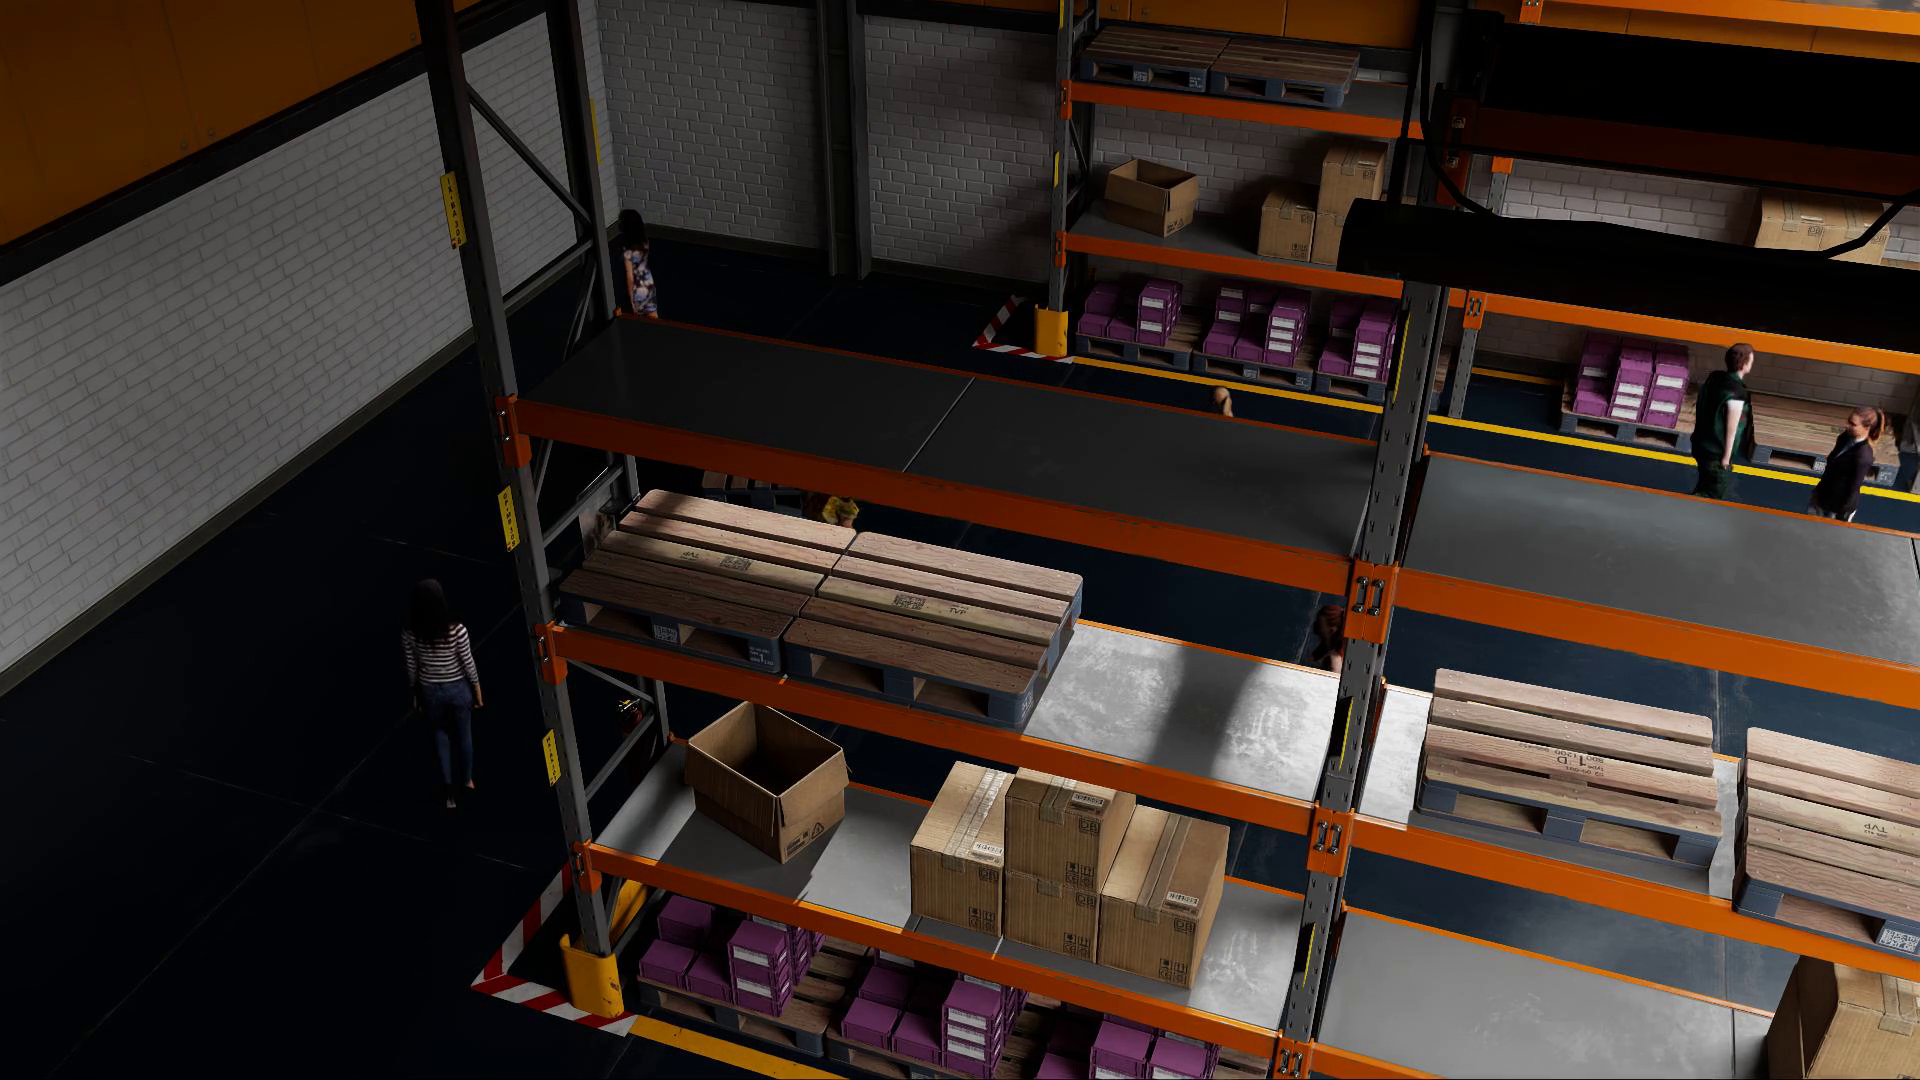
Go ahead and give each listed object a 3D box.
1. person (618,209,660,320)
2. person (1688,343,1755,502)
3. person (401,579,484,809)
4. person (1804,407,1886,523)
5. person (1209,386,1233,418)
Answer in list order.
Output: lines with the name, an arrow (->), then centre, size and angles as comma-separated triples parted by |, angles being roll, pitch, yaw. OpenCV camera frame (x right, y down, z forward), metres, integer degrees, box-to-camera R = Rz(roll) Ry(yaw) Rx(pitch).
person -> -3.036, -2.373, 16.112 | 1.109, 1.700, 0.658 | 15, 36, 21
person -> 6.080, -0.750, 13.559 | 1.034, 1.824, 0.855 | -2, 34, -3
person -> -3.371, 1.079, 10.846 | 0.806, 1.780, 0.830 | -3, 34, -5
person -> 6.858, -0.250, 12.910 | 1.103, 1.709, 0.831 | -1, 34, -1
person -> 2.173, -0.700, 13.991 | 0.598, 1.260, 0.639 | -28, 43, -35
